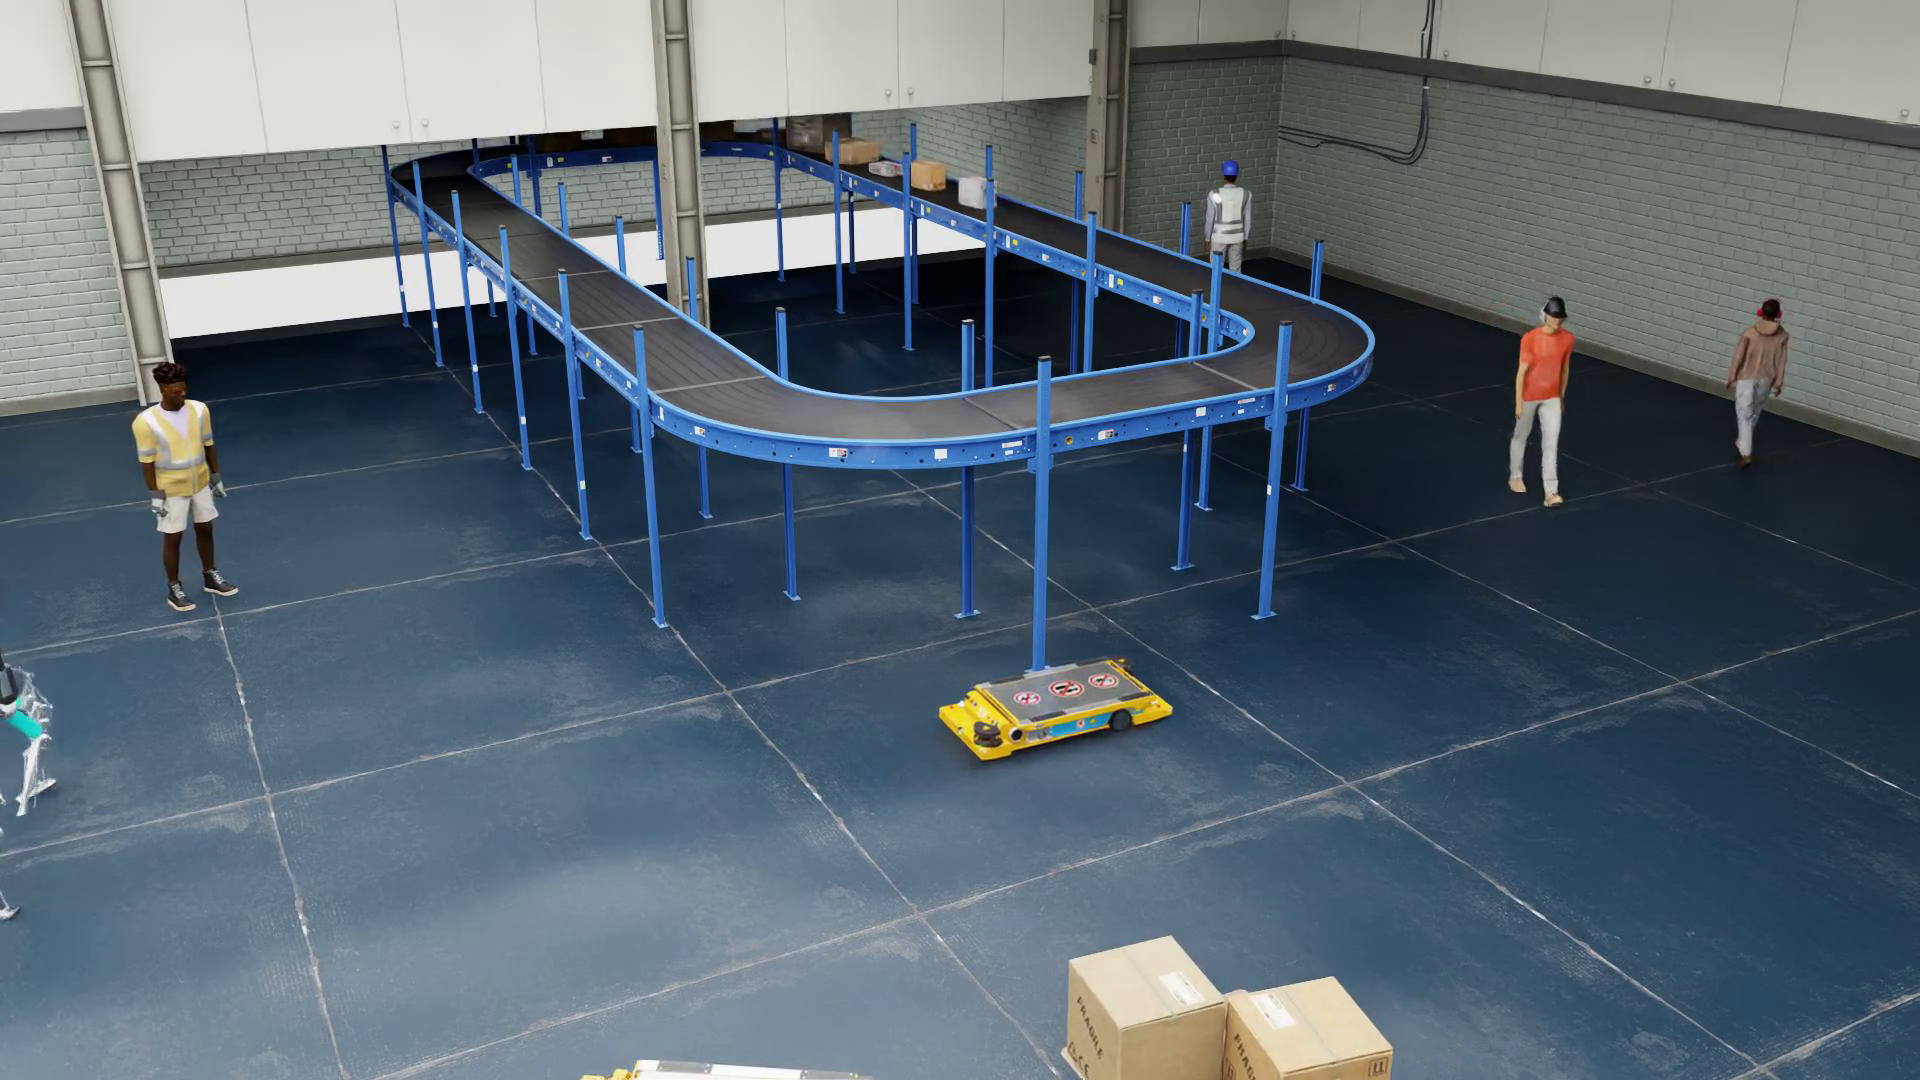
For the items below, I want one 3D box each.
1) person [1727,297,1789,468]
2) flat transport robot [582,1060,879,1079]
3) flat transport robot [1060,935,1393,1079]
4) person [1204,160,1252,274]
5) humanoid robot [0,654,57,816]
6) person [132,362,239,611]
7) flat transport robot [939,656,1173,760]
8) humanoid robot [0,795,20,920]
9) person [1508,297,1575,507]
[{"bbox_3d":[7.563,-1.512,15.806,0.473,1.613,0.805,4,22,9],"label":"person"},{"bbox_3d":[-1.067,2.632,7.368,1.431,0.231,0.659,2,22,5],"label":"flat transport robot"},{"bbox_3d":[1.174,2.678,7.256,1.431,0.231,0.659,-10,24,-24],"label":"flat transport robot"},{"bbox_3d":[3.391,-3.833,21.115,0.611,1.947,0.386,-3,22,-9],"label":"person"},{"bbox_3d":[-5.690,0.821,9.925,0.534,1.792,0.789,9,24,20],"label":"humanoid robot"},{"bbox_3d":[-5.912,-0.423,12.690,0.393,1.954,0.616,14,26,31],"label":"person"},{"bbox_3d":[0.643,1.112,11.127,1.431,0.231,0.659,-10,24,-24],"label":"flat transport robot"},{"bbox_3d":[-5.389,1.255,8.859,0.868,1.790,0.547,6,23,14],"label":"humanoid robot"},{"bbox_3d":[5.184,-1.219,14.764,0.506,1.864,0.983,0,22,1],"label":"person"}]
